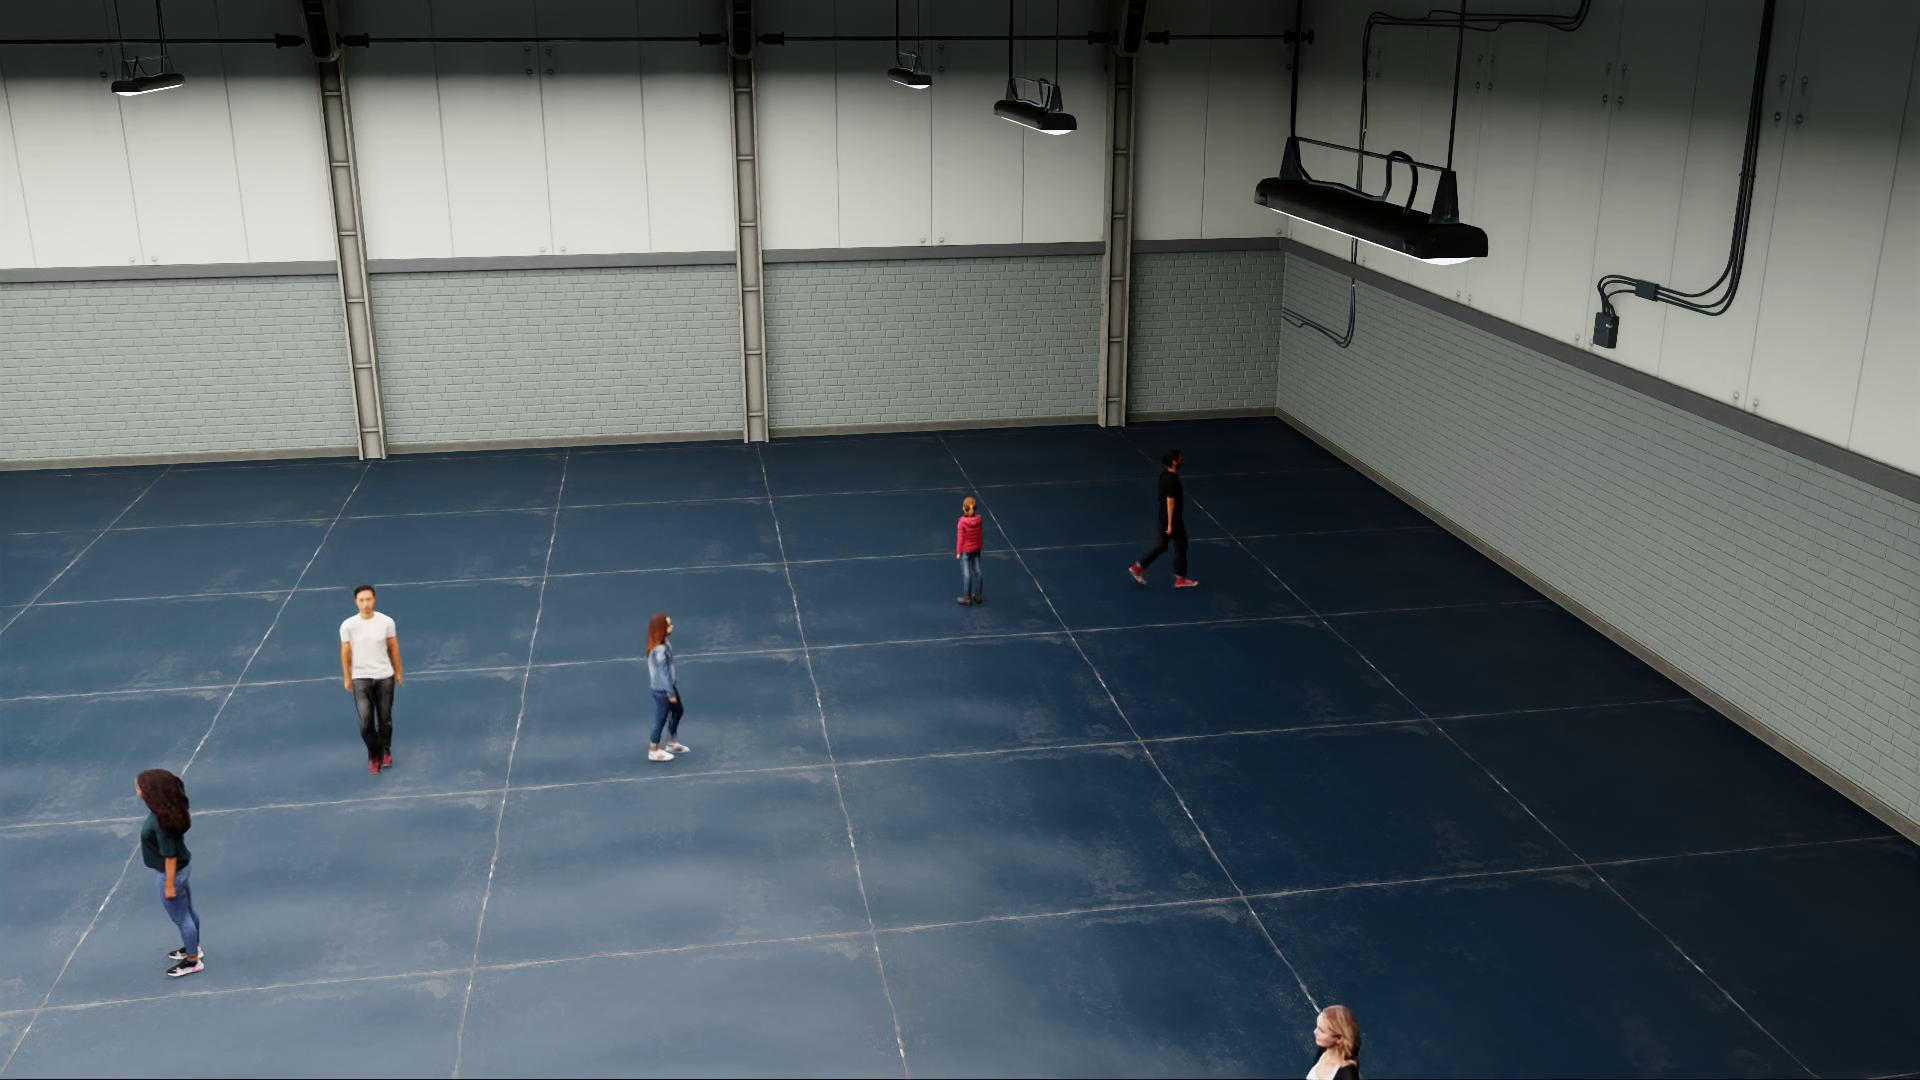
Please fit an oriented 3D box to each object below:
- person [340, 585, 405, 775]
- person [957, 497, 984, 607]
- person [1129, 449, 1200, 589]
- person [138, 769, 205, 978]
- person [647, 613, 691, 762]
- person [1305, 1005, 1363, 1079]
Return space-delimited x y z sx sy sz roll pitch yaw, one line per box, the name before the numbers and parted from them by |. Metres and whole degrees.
person | -5.470 1.243 15.476 0.734 1.798 0.821 -9 20 -25
person | 0.128 0.127 19.681 0.533 1.317 0.637 -11 21 -31
person | 2.460 -0.235 20.125 1.077 1.730 0.657 -3 18 -8
person | -5.759 2.412 12.180 0.603 1.615 0.610 -5 19 -15
person | -2.854 1.387 15.577 0.606 1.463 0.591 -2 18 -7
person | 2.123 3.339 9.093 1.106 1.765 0.690 -2 18 -5
